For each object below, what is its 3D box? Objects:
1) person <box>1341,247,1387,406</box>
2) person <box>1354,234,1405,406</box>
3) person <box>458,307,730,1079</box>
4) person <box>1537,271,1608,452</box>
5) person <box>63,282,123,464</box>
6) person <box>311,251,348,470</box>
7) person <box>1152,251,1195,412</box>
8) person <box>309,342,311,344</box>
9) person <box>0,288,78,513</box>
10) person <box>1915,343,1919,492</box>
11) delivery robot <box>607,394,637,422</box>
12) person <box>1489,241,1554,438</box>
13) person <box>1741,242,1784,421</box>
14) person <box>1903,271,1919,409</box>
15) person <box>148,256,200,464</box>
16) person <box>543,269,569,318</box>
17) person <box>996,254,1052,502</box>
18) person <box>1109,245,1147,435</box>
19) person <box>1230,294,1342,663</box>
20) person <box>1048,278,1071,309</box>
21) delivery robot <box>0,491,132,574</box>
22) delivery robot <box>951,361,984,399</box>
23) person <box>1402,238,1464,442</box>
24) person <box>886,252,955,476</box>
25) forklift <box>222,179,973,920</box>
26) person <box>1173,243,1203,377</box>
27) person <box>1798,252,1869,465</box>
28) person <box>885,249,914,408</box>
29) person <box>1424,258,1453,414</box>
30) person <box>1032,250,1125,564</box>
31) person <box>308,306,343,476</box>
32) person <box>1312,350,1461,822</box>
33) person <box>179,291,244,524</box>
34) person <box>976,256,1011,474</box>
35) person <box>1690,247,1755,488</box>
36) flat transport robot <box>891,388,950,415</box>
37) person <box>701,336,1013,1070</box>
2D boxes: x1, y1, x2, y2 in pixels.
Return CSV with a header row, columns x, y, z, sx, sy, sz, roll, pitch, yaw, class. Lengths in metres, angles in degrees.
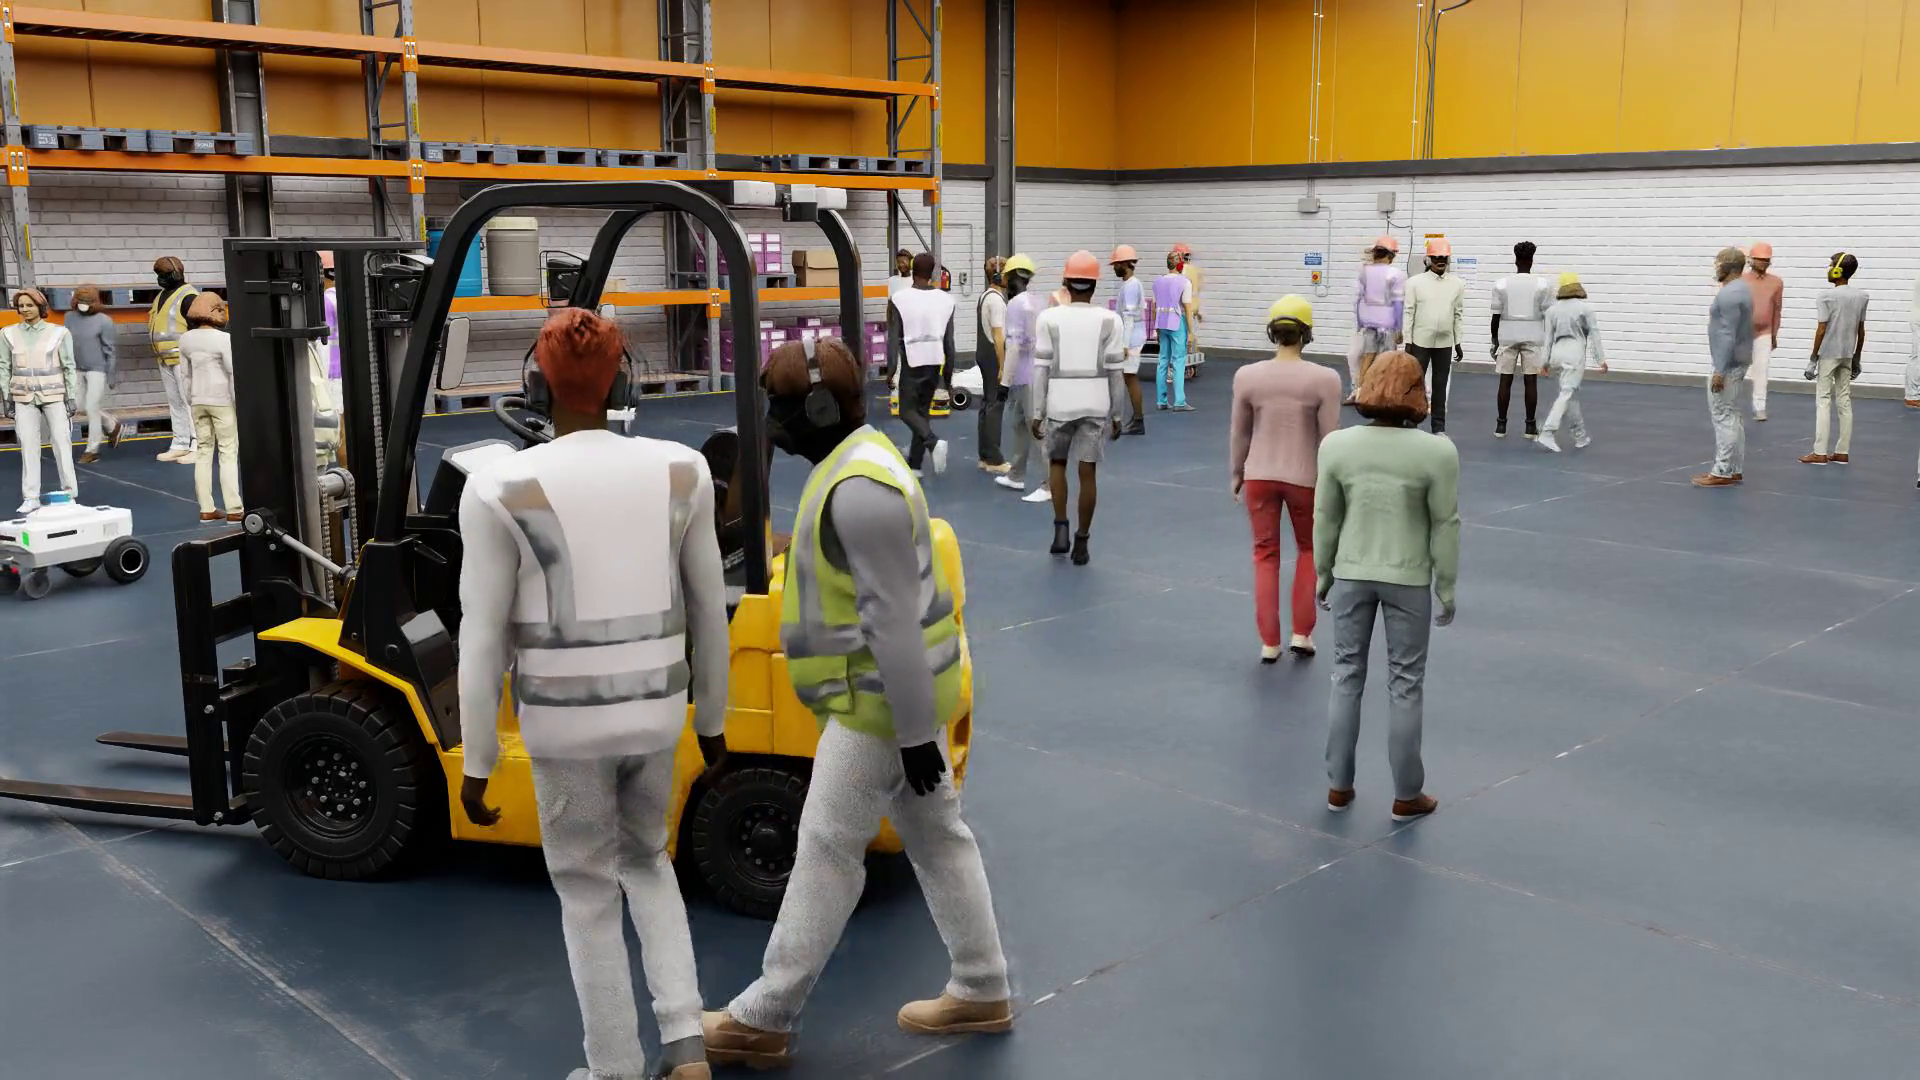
x,y,z,sx,sy,sz,roll,pitch,yaw,class
4.809,-2.482,19.501,0.652,1.878,0.657,-8,13,-38,person
4.891,-2.525,19.351,0.499,2.046,0.620,-9,14,-41,person
-0.811,0.420,3.713,0.604,1.865,0.394,-8,13,-37,person
5.736,-1.694,15.716,0.879,1.683,0.548,-7,13,-34,person
-7.743,-1.506,14.909,0.561,1.607,0.547,3,11,15,person
-4.970,-1.331,13.129,0.397,1.930,0.539,-1,10,-3,person
2.445,-2.395,19.134,0.390,1.846,0.564,-10,14,-43,person
-5.550,-1.500,14.003,0.372,1.940,0.631,-2,11,-13,person
-6.735,-1.017,12.182,0.515,1.641,0.308,-2,11,-13,person
7.756,-1.251,12.940,0.403,1.827,0.600,-4,11,-19,person
-3.605,-1.351,16.711,0.707,0.478,0.477,-4,11,-21,delivery robot
5.613,-2.000,16.654,0.606,1.966,0.367,4,11,22,person
8.787,-2.330,18.507,0.629,1.957,1.003,1,10,7,person
11.334,-2.511,19.516,0.376,1.940,0.629,6,12,30,person
-6.972,-1.600,14.826,0.623,1.839,0.429,8,13,36,person
-4.167,-2.042,17.434,0.327,1.765,0.529,-10,14,-42,person
0.510,-1.252,12.857,0.702,1.872,0.677,3,11,17,person
1.694,-2.017,16.868,0.402,1.923,0.644,1,10,7,person
1.559,-0.293,7.930,0.550,1.745,0.476,4,11,21,person
1.282,-2.365,19.597,0.544,1.608,0.387,-2,11,-11,person
-5.145,-0.037,9.544,0.477,0.478,0.707,5,12,27,delivery robot
0.226,-1.855,19.457,0.707,0.478,0.477,0,10,-2,delivery robot
4.602,-1.927,16.178,0.609,1.996,0.379,-1,10,-7,person
-0.298,-1.439,13.820,0.619,1.884,0.736,-6,12,-29,person
-1.114,-0.058,5.440,2.313,2.155,1.214,2,11,13,forklift
3.161,-3.289,23.836,0.729,1.904,0.539,9,14,41,person
7.727,-1.597,14.706,0.531,1.875,0.316,-2,11,-11,person
-0.632,-2.469,19.491,0.532,1.865,0.311,3,11,17,person
5.403,-2.353,18.945,0.430,1.835,0.624,-4,11,-20,person
0.735,-0.822,10.334,0.577,1.921,0.532,0,10,2,person
-3.346,-0.427,8.447,0.404,1.829,0.602,-1,10,-3,person
1.475,0.160,5.787,0.507,1.630,0.268,6,12,30,person
-5.231,-0.924,11.696,0.498,1.633,0.289,3,11,18,person
0.311,-1.483,14.163,0.345,1.847,0.504,-2,11,-12,person
6.168,-1.371,13.367,0.365,1.921,0.678,7,12,32,person
-0.459,-1.591,19.048,0.652,0.197,1.431,0,10,-2,flat transport robot
-0.284,0.404,4.075,0.900,1.783,0.646,0,10,-2,person
